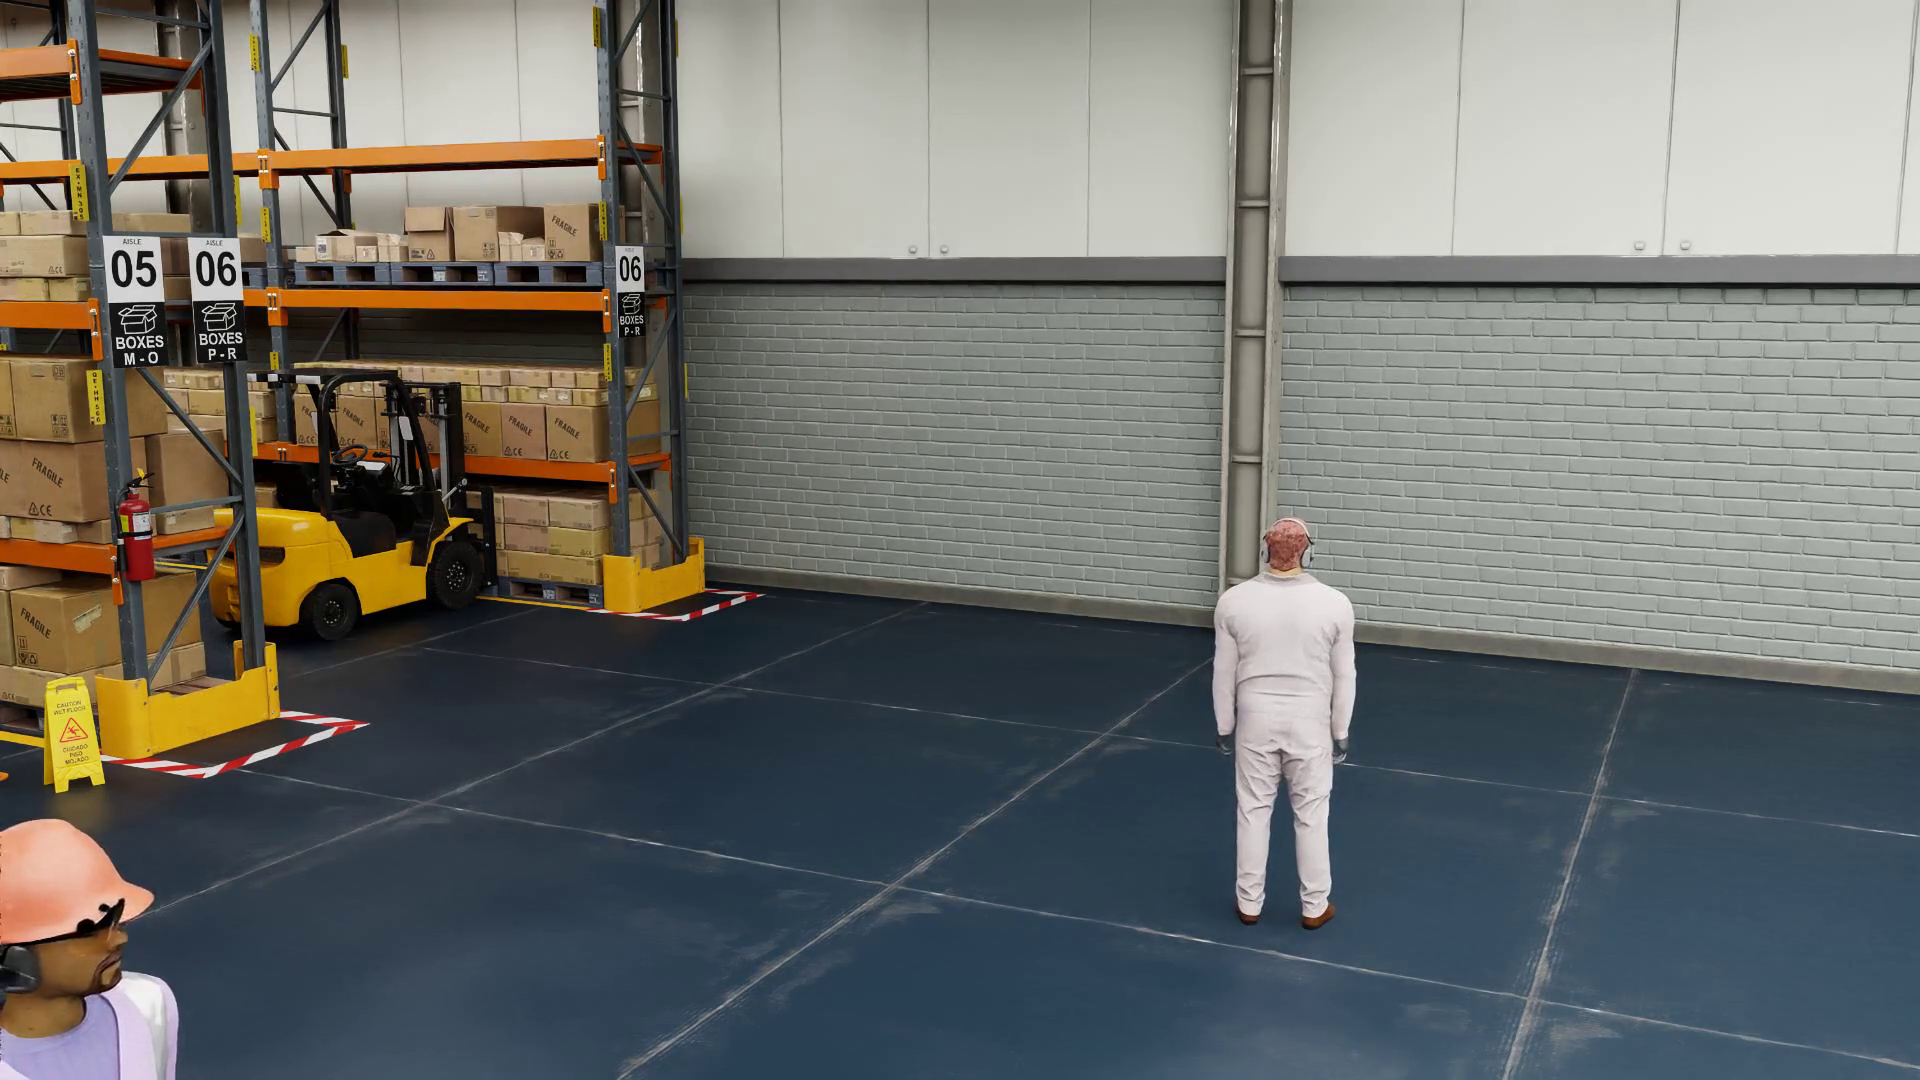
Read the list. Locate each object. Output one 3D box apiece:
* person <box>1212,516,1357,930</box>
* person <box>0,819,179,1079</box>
[{"bbox_3d":[1.491,0.842,7.670,0.642,1.910,0.401,3,10,17],"label":"person"},{"bbox_3d":[-1.650,1.513,3.123,0.359,2.047,0.614,3,10,18],"label":"person"}]
